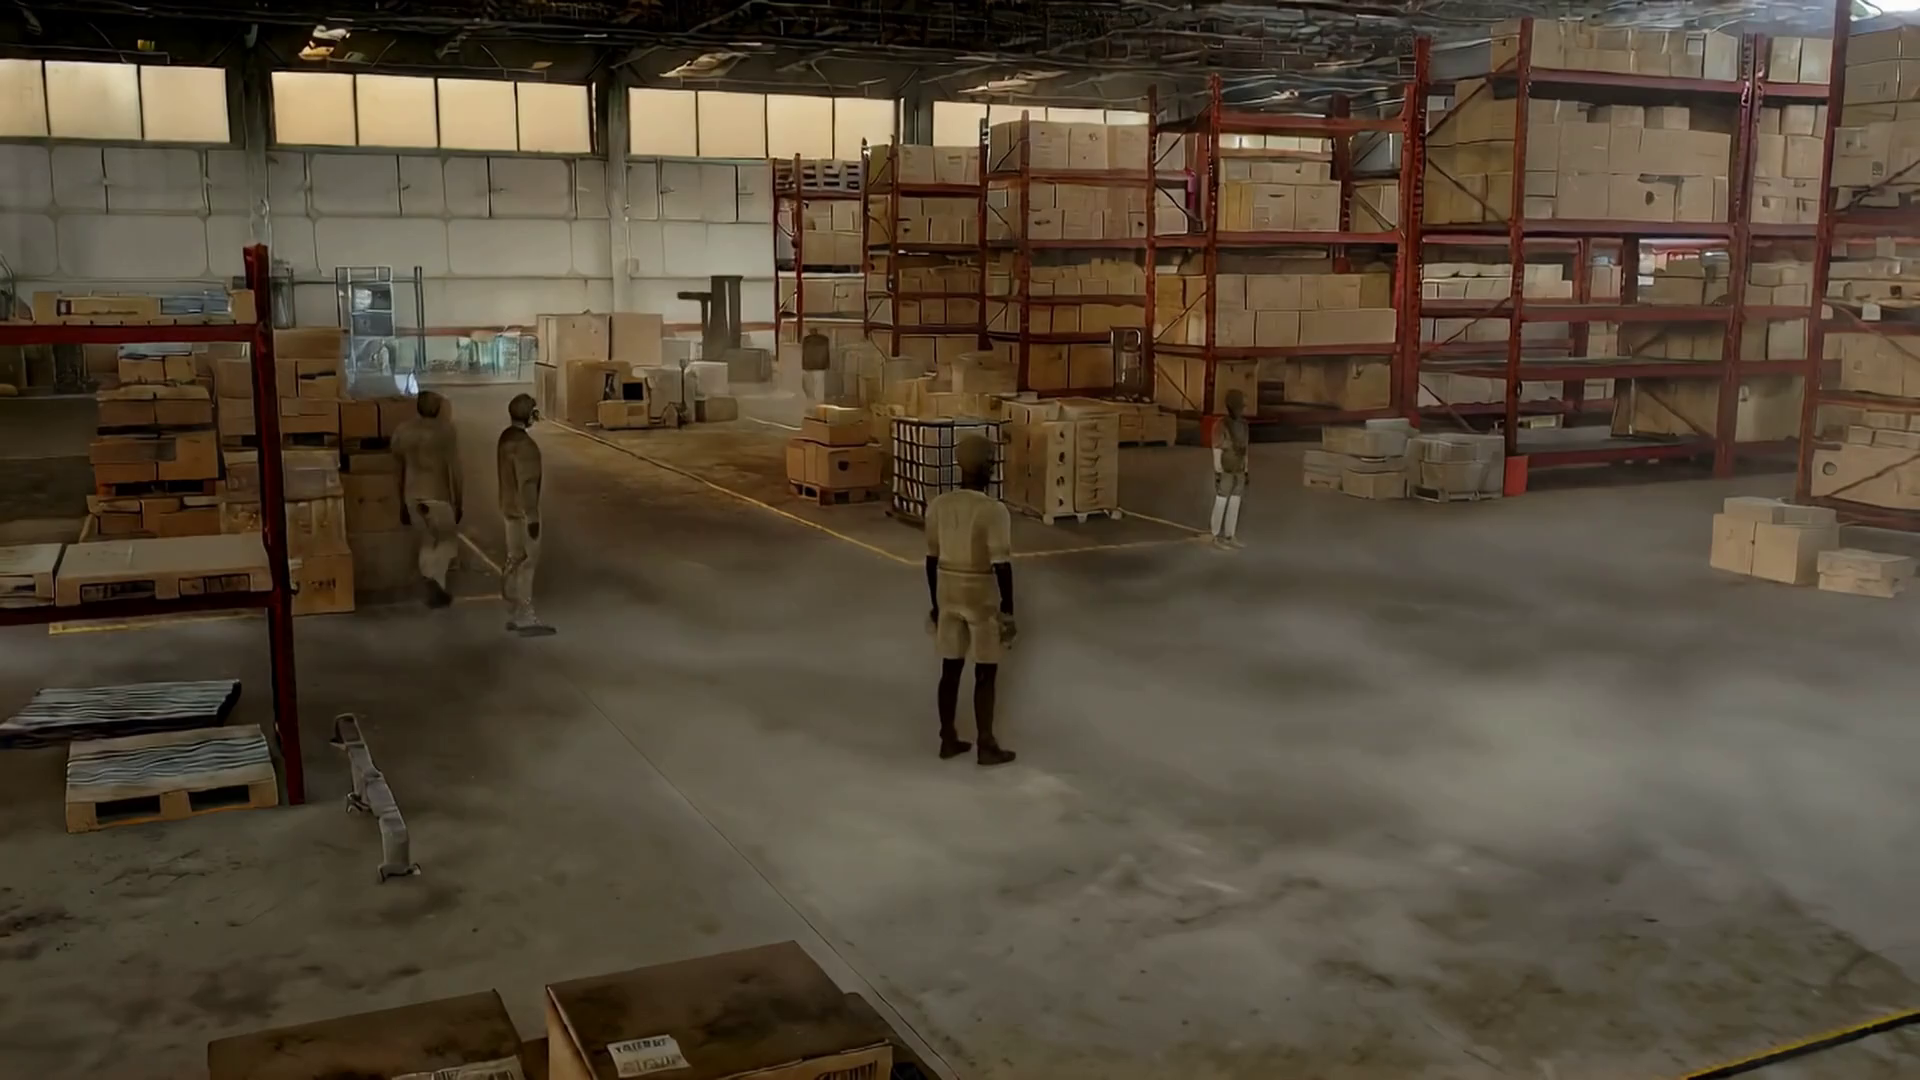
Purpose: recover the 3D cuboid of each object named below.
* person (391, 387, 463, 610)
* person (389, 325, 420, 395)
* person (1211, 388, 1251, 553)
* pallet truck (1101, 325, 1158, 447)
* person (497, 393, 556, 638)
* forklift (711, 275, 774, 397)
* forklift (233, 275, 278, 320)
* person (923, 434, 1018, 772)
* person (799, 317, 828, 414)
[{"bbox_3d":[-4.524,-0.337,14.176,0.630,1.918,0.514,1,9,6],"label":"person"},{"bbox_3d":[-11.059,-3.350,33.083,0.621,1.845,0.429,-8,12,-42],"label":"person"},{"bbox_3d":[2.806,-0.720,17.214,0.530,1.697,0.321,-8,12,-40],"label":"person"},{"bbox_3d":[2.881,-2.596,27.923,0.823,1.965,1.885,-1,9,-7],"label":"pallet truck"},{"bbox_3d":[-3.478,-0.197,13.229,0.362,1.936,0.631,-5,11,-29],"label":"person"},{"bbox_3d":[-5.396,-4.769,38.678,1.873,2.768,1.129,3,10,19],"label":"forklift"},{"bbox_3d":[-16.170,-4.714,38.335,1.129,2.768,1.873,-4,10,-25],"label":"forklift"},{"bbox_3d":[0.073,0.360,9.678,0.614,1.964,0.361,7,12,37],"label":"person"},{"bbox_3d":[-2.984,-3.511,33.671,0.649,1.966,0.843,-6,11,-32],"label":"person"}]
